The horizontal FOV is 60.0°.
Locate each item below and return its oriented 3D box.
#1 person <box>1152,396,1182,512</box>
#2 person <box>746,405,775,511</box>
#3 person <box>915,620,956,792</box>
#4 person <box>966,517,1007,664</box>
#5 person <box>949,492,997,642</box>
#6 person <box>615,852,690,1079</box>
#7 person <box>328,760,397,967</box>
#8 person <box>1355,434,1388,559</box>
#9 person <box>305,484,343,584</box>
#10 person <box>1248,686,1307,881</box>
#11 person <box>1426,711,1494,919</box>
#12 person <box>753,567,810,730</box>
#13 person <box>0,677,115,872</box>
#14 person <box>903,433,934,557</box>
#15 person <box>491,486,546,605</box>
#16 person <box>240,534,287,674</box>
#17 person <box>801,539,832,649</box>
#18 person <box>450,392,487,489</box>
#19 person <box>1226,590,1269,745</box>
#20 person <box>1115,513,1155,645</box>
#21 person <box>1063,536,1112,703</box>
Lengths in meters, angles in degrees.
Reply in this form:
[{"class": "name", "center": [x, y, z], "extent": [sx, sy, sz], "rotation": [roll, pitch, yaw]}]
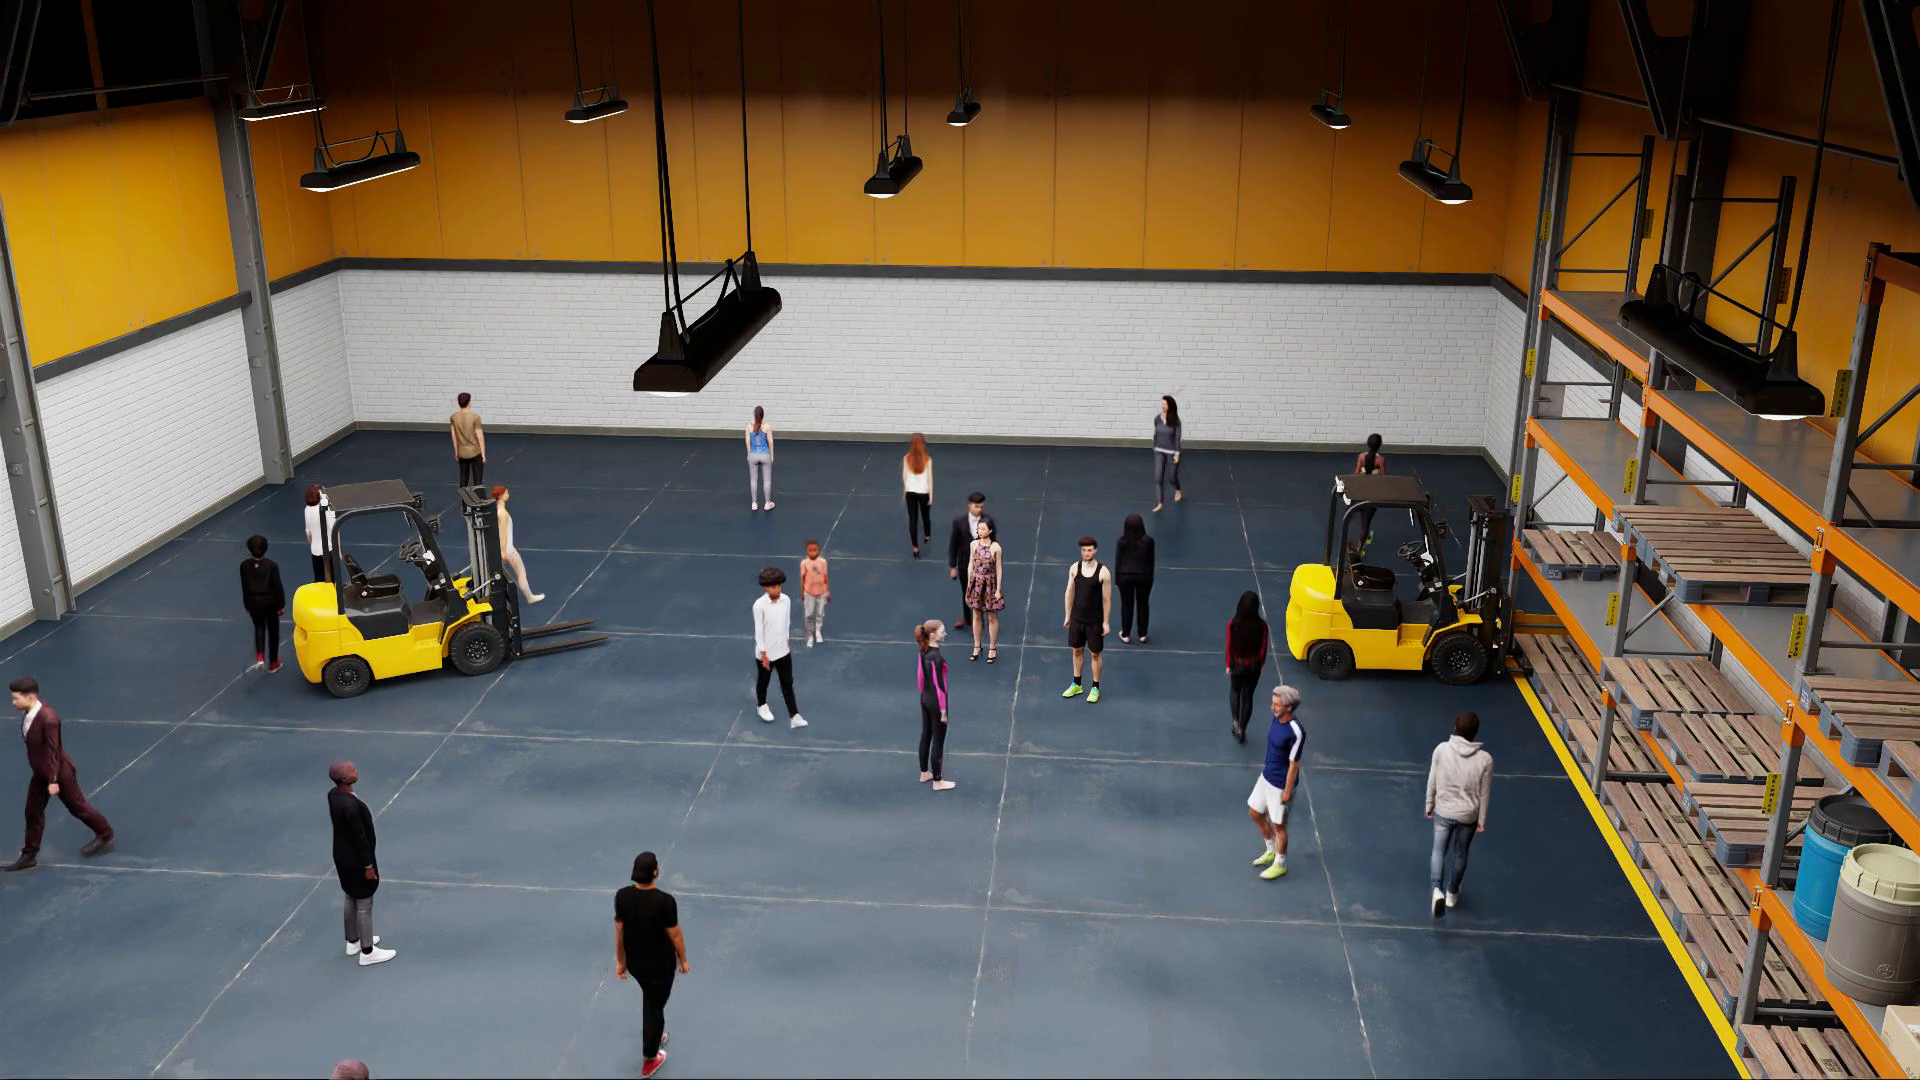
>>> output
[{"class": "person", "center": [3.149, -1.317, 25.027], "extent": [0.825, 1.753, 0.999], "rotation": [10, 21, 27]}, {"class": "person", "center": [-3.011, -1.243, 25.033], "extent": [0.562, 1.609, 0.549], "rotation": [1, 19, 3]}, {"class": "person", "center": [-0.264, 1.605, 16.358], "extent": [0.714, 1.748, 0.627], "rotation": [-10, 21, -28]}, {"class": "person", "center": [0.291, 0.583, 19.353], "extent": [0.766, 1.773, 0.791], "rotation": [9, 20, 24]}, {"class": "person", "center": [0.153, 0.275, 20.171], "extent": [0.765, 1.835, 0.947], "rotation": [1, 19, 4]}, {"class": "person", "center": [-2.269, 3.086, 11.969], "extent": [0.722, 1.742, 0.784], "rotation": [7, 20, 19]}, {"class": "person", "center": [-4.902, 2.583, 13.432], "extent": [0.769, 1.762, 0.718], "rotation": [-16, 24, -40]}, {"class": "person", "center": [5.591, -0.573, 22.873], "extent": [0.930, 1.717, 1.162], "rotation": [12, 22, 31]}, {"class": "person", "center": [-7.862, 0.170, 20.546], "extent": [0.666, 1.794, 0.625], "rotation": [7, 20, 21]}, {"class": "person", "center": [2.884, 2.117, 14.721], "extent": [0.823, 1.822, 0.695], "rotation": [-7, 20, -21]}, {"class": "person", "center": [4.172, 2.345, 14.028], "extent": [0.855, 1.832, 1.135], "rotation": [7, 20, 20]}, {"class": "person", "center": [-2.049, 1.137, 17.721], "extent": [1.057, 1.764, 1.154], "rotation": [-13, 22, -33]}, {"class": "person", "center": [-8.049, 2.063, 14.913], "extent": [1.116, 1.802, 1.325], "rotation": [14, 23, 36]}, {"class": "person", "center": [-0.597, -0.589, 22.979], "extent": [0.589, 1.681, 1.026], "rotation": [2, 19, 6]}, {"class": "person", "center": [-5.833, 0.139, 20.949], "extent": [1.055, 1.596, 1.070], "rotation": [-11, 22, -31]}, {"class": "person", "center": [-7.972, 0.766, 18.988], "extent": [0.687, 1.660, 0.777], "rotation": [-2, 19, -6]}, {"class": "person", "center": [-1.748, 0.602, 20.047], "extent": [0.585, 1.295, 0.710], "rotation": [-4, 19, -11]}, {"class": "person", "center": [-7.324, -1.297, 24.814], "extent": [0.693, 1.851, 0.623], "rotation": [5, 19, 14]}, {"class": "person", "center": [2.983, 1.349, 17.278], "extent": [0.576, 1.645, 0.548], "rotation": [2, 19, 5]}, {"class": "person", "center": [2.106, 0.463, 19.960], "extent": [0.658, 1.613, 0.638], "rotation": [0, 19, -1]}, {"class": "person", "center": [1.411, 0.853, 18.366], "extent": [0.769, 1.891, 0.720], "rotation": [9, 21, 25]}]
